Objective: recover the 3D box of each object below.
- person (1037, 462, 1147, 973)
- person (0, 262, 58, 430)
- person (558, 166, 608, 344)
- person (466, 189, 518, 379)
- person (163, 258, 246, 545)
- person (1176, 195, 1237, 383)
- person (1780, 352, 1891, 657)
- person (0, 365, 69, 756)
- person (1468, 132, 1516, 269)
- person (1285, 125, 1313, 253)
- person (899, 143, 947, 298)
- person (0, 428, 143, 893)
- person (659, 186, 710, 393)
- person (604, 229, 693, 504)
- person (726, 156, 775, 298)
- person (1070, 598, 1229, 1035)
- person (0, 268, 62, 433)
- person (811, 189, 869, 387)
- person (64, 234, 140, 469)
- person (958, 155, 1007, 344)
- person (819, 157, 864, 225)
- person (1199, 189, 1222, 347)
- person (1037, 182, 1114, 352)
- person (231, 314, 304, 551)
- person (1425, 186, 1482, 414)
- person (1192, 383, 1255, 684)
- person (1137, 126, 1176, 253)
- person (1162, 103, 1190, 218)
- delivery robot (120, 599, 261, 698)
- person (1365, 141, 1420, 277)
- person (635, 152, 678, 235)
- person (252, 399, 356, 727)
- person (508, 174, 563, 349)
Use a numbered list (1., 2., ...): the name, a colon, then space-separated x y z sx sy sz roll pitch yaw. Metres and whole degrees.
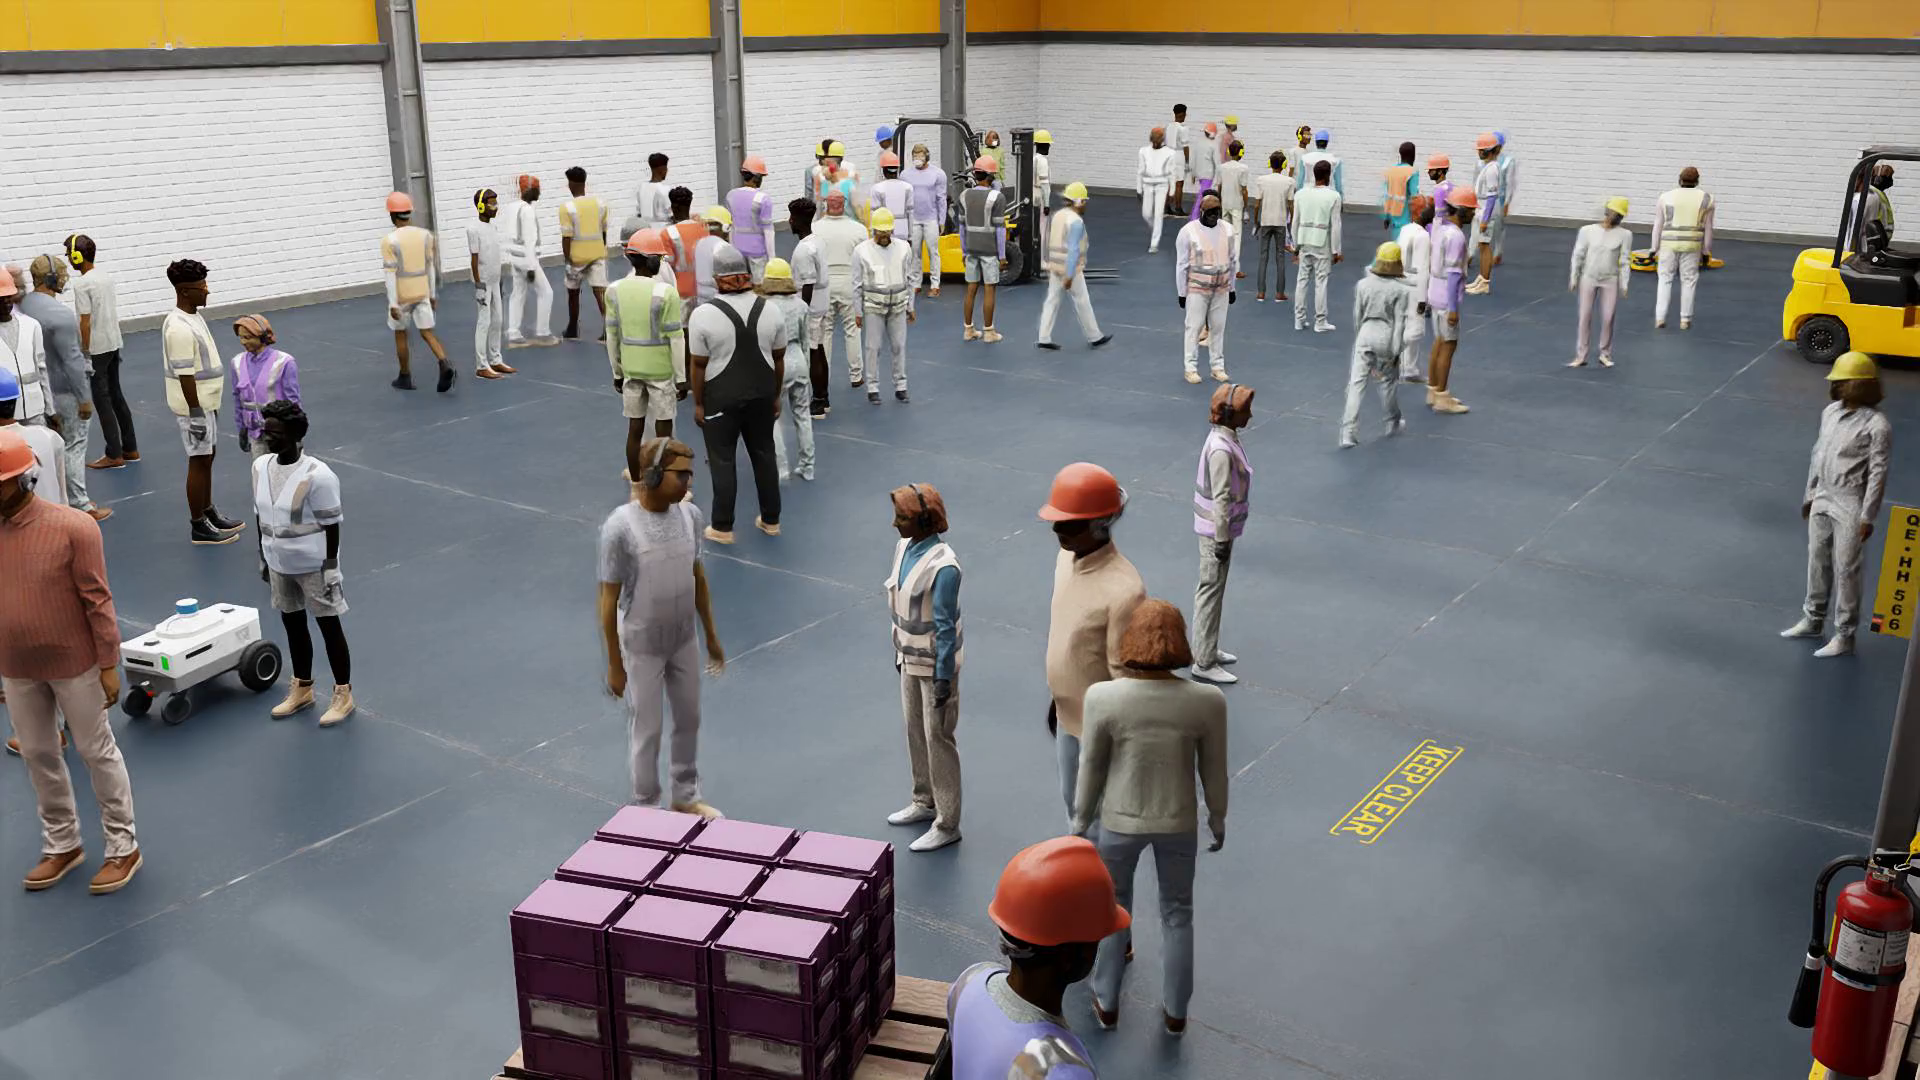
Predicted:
1. person: 0.474 0.664 6.276 0.411 1.985 0.625 -6 19 -18
2. person: -6.596 -1.006 11.667 0.716 1.903 0.463 12 21 33
3. person: -4.087 -3.103 18.141 0.624 1.933 0.860 -15 23 -39
4. person: -4.664 -2.536 16.490 0.325 1.860 0.513 5 18 14
5. person: -5.190 -0.933 11.340 0.379 1.947 0.599 -6 19 -18
6. person: 2.409 -2.448 16.262 0.635 1.830 0.429 -6 19 -19
7. person: 4.957 -0.199 9.388 0.365 1.732 0.507 -4 18 -12
8. person: -4.549 0.098 8.099 0.387 1.949 0.602 2 18 8
9. person: 7.479 -4.786 23.464 0.642 1.889 1.014 13 22 35
10. person: 5.130 -5.278 25.035 0.514 1.876 0.328 -16 23 -40
11. person: -0.472 -4.051 21.117 0.636 1.929 0.382 5 19 17
12. person: -3.743 0.499 6.796 0.629 1.982 0.404 1 18 2
13. person: -2.590 -2.383 15.865 0.620 1.954 0.395 -15 23 -38
14. person: -2.256 -1.240 12.134 0.614 2.039 0.394 7 19 20
15. person: -2.245 -3.150 18.137 0.618 2.028 0.409 11 21 31
16. person: 0.665 0.990 5.833 0.544 1.624 0.312 0 18 -1
17. person: -6.307 -0.862 11.118 0.362 1.939 0.543 12 21 32
18. person: -1.177 -2.416 16.053 0.649 1.900 0.398 -1 18 -3
19. person: -6.852 -1.494 13.235 0.346 1.855 0.533 0 18 1
20. person: 0.264 -3.172 18.202 0.602 2.035 0.404 14 22 37
21. person: -1.470 -3.812 20.552 0.450 1.806 0.587 -17 24 -42
22. person: 2.703 -2.941 18.009 0.322 1.697 0.536 -1 18 -3
23. person: 1.222 -2.910 17.767 0.908 1.779 0.587 -9 20 -26
24. person: -4.600 -0.704 11.121 0.525 1.630 0.323 5 18 16
25. person: 4.446 -2.174 15.064 0.402 2.036 0.630 2 18 5
26. person: 1.420 -0.046 9.054 0.311 1.636 0.523 3 18 9
27. person: 2.967 -5.291 25.078 0.586 1.867 0.593 7 19 20
28. person: 3.813 -6.655 29.195 0.361 1.961 0.613 -13 22 -35
29. delivery robot: -4.050 0.552 8.779 0.477 0.478 0.707 7 19 20
30. person: 5.764 -4.299 21.952 0.859 1.892 0.600 -5 19 -16
31. person: -3.438 -3.581 19.610 0.726 1.939 0.624 -16 24 -41
32. person: -3.351 0.116 8.446 0.535 1.700 0.318 7 19 21
33. person: -4.606 -2.993 17.900 0.730 1.856 0.728 -11 21 -30
